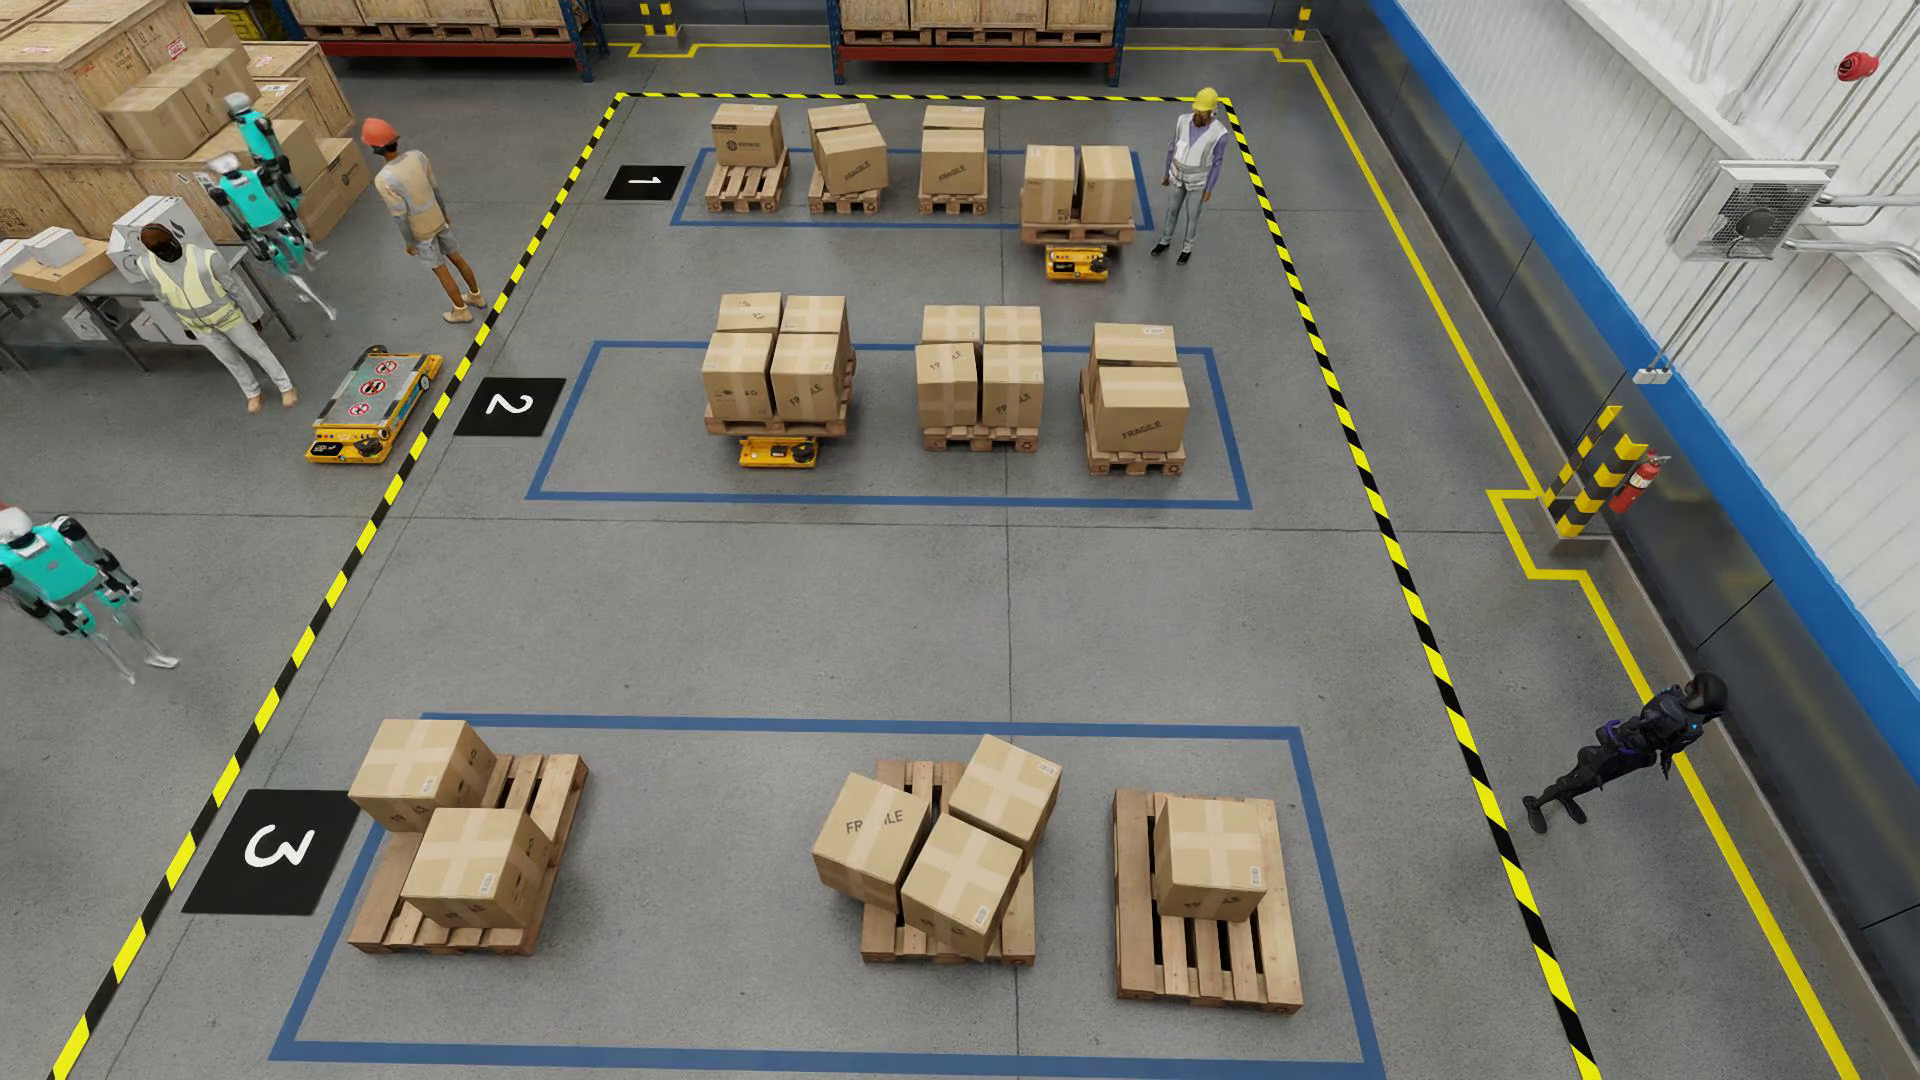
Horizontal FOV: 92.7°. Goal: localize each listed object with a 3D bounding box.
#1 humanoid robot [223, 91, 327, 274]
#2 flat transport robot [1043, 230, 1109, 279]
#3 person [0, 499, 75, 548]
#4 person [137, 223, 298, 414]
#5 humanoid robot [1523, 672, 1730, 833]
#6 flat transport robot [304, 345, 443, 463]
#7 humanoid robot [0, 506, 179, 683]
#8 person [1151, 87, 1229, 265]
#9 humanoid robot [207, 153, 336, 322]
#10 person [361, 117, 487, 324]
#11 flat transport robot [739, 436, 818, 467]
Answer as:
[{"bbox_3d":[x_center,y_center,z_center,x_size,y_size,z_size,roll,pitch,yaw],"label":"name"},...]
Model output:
[{"bbox_3d":[-7.162,-3.566,9.451,0.532,1.818,0.785,22,53,18],"label":"humanoid robot"},{"bbox_3d":[1.269,-3.406,10.230,0.652,0.197,1.431,1,50,1],"label":"flat transport robot"},{"bbox_3d":[-7.509,-0.568,6.769,0.588,1.917,0.395,28,55,22],"label":"person"},{"bbox_3d":[-6.439,-1.907,7.960,0.631,1.834,0.429,-12,51,-10],"label":"person"},{"bbox_3d":[3.920,1.258,5.373,0.599,1.653,0.315,-7,50,-6],"label":"humanoid robot"},{"bbox_3d":[-5.383,-1.269,8.441,0.659,0.231,1.431,1,50,1],"label":"flat transport robot"},{"bbox_3d":[-5.862,0.366,6.113,0.816,1.793,0.536,23,53,18],"label":"humanoid robot"},{"bbox_3d":[2.378,-3.758,9.519,0.589,1.837,0.404,29,56,22],"label":"person"},{"bbox_3d":[-6.740,-2.947,8.956,0.809,1.848,0.557,33,57,25],"label":"humanoid robot"},{"bbox_3d":[-5.114,-3.005,8.746,0.365,2.048,0.607,12,51,10],"label":"person"},{"bbox_3d":[-1.582,-1.235,8.394,0.652,0.197,1.431,1,50,1],"label":"flat transport robot"}]
